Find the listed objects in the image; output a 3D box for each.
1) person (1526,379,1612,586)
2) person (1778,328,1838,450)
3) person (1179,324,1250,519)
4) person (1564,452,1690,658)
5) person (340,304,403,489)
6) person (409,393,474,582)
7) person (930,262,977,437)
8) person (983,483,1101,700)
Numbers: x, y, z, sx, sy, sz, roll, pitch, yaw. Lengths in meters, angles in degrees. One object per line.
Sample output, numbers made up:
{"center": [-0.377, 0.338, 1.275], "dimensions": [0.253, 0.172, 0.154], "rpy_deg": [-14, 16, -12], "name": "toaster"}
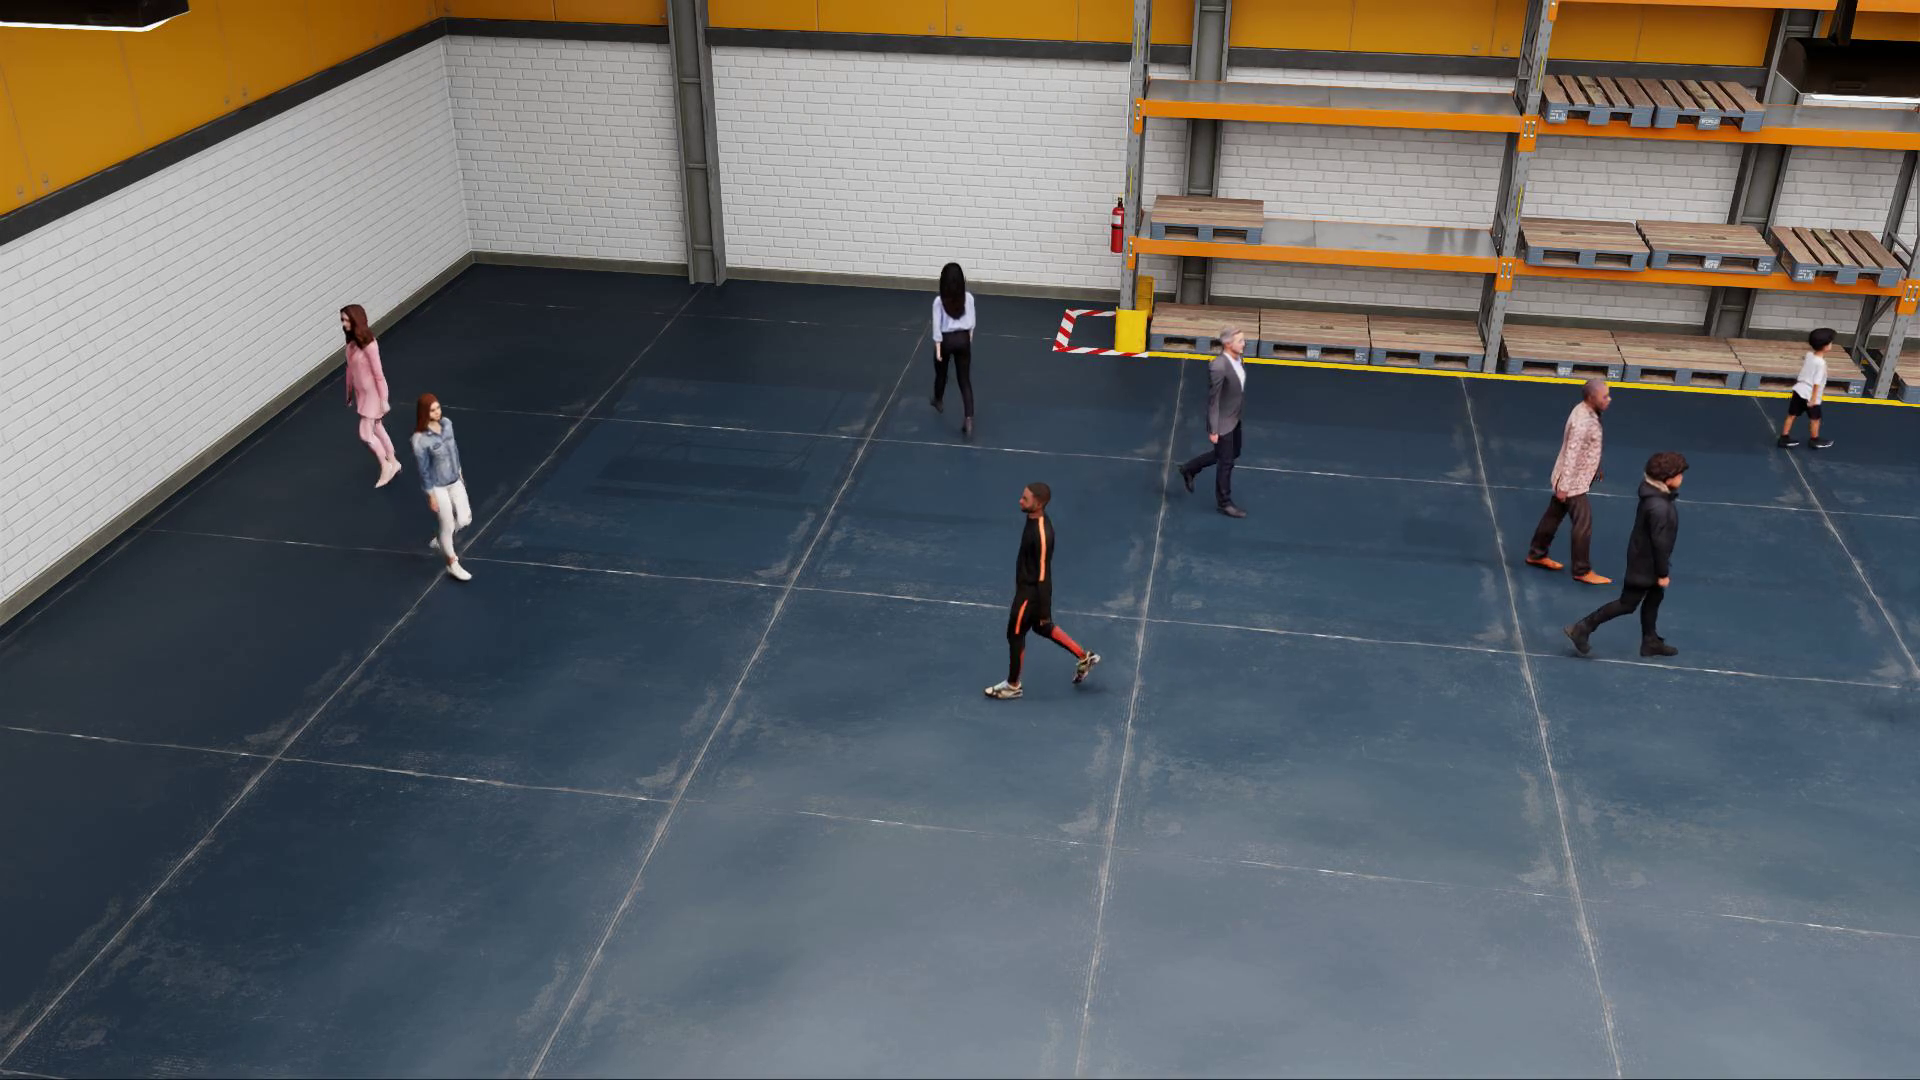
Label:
{"center": [5.038, -0.532, 13.926], "dimensions": [1.007, 1.787, 0.816], "rpy_deg": [11, 31, 19], "name": "person"}
{"center": [8.210, -1.461, 16.196], "dimensions": [0.763, 1.244, 0.602], "rpy_deg": [-2, 29, -4], "name": "person"}
{"center": [2.317, -1.099, 14.927], "dimensions": [1.068, 1.824, 0.906], "rpy_deg": [15, 32, 25], "name": "person"}
{"center": [5.161, 0.158, 12.698], "dimensions": [1.132, 1.752, 0.691], "rpy_deg": [8, 30, 14], "name": "person"}
{"center": [-5.398, -1.367, 15.453], "dimensions": [0.801, 1.790, 0.728], "rpy_deg": [-24, 37, -37], "name": "person"}
{"center": [-4.384, -0.461, 13.897], "dimensions": [0.812, 1.689, 0.736], "rpy_deg": [14, 31, 23], "name": "person"}
{"center": [-0.024, -1.842, 16.428], "dimensions": [1.194, 1.691, 1.121], "rpy_deg": [-11, 30, -19], "name": "person"}
{"center": [0.638, 0.376, 12.266], "dimensions": [1.166, 1.782, 0.772], "rpy_deg": [-1, 29, -2], "name": "person"}
